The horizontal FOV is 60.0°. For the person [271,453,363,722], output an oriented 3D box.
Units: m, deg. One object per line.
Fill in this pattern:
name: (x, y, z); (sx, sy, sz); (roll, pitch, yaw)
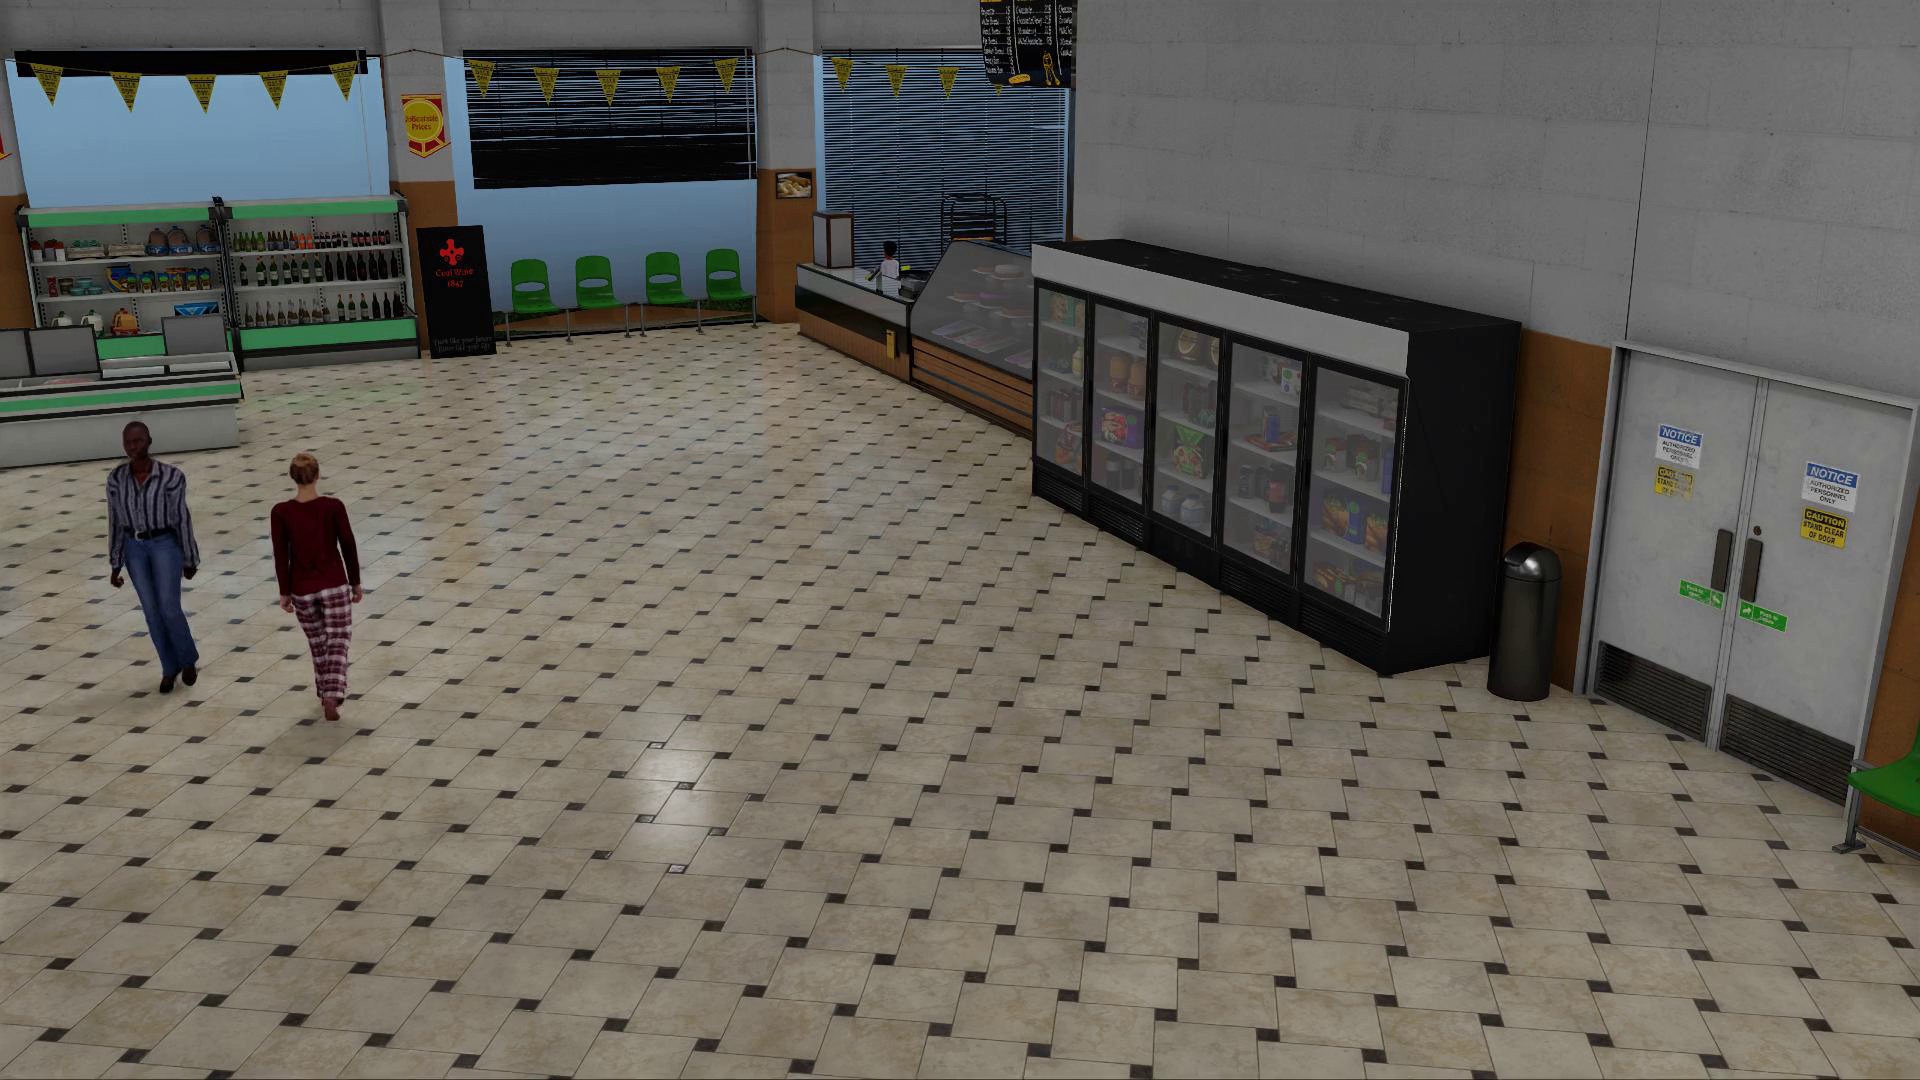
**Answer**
person: (-3.908, 0.306, 10.127); (0.971, 1.676, 0.785); (-5, 18, -15)

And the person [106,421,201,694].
person: (-5.128, 0.095, 10.634); (0.688, 1.784, 0.799); (-1, 17, -4)

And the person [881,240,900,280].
person: (-1.010, -3.684, 23.980); (0.513, 1.262, 0.606); (-15, 22, -40)
